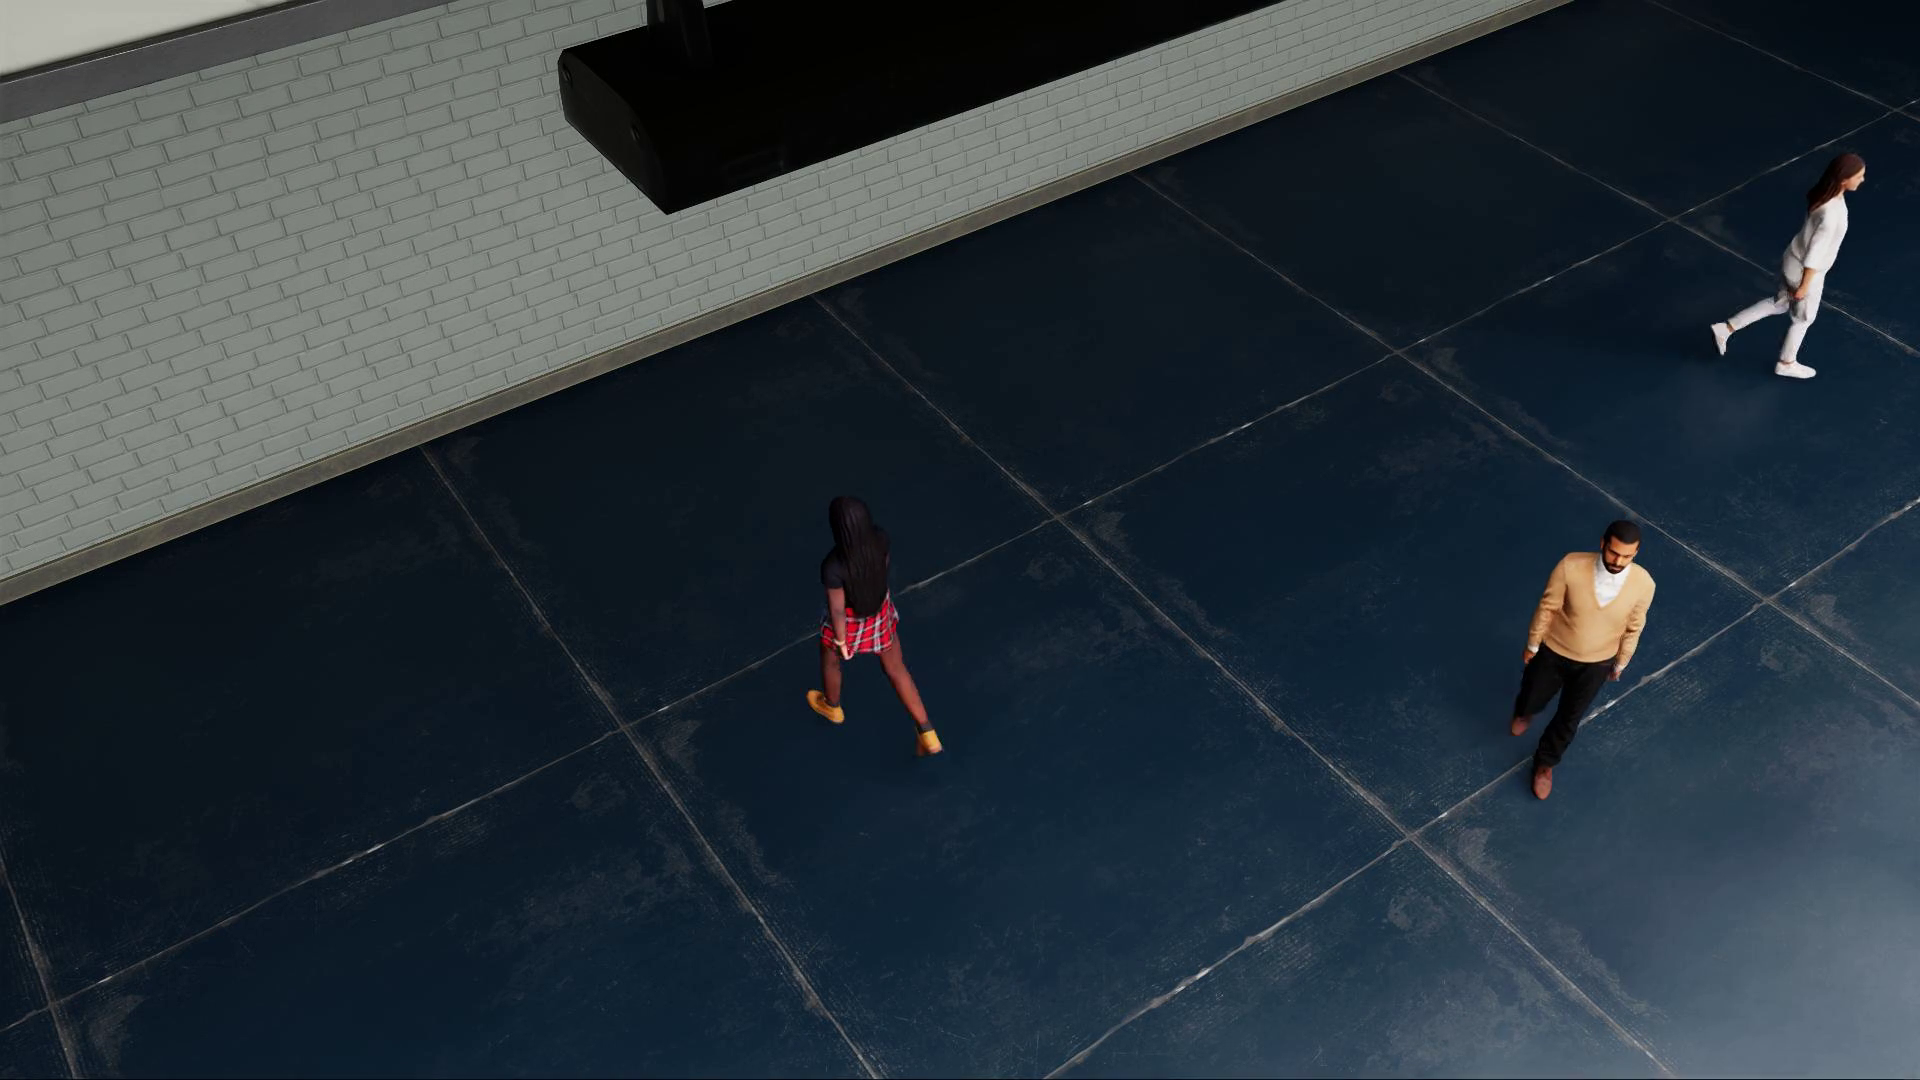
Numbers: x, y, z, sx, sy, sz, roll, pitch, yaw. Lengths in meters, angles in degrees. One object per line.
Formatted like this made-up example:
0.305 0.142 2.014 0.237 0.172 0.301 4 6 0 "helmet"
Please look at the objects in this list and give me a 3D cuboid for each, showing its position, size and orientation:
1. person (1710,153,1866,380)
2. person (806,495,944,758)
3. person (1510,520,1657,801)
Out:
5.489 -1.810 10.955 1.042 1.671 0.979 8 44 9 "person"
-0.442 0.472 8.494 0.693 1.694 1.173 -32 52 -29 "person"
3.108 0.518 8.405 0.930 1.748 0.974 12 44 13 "person"
